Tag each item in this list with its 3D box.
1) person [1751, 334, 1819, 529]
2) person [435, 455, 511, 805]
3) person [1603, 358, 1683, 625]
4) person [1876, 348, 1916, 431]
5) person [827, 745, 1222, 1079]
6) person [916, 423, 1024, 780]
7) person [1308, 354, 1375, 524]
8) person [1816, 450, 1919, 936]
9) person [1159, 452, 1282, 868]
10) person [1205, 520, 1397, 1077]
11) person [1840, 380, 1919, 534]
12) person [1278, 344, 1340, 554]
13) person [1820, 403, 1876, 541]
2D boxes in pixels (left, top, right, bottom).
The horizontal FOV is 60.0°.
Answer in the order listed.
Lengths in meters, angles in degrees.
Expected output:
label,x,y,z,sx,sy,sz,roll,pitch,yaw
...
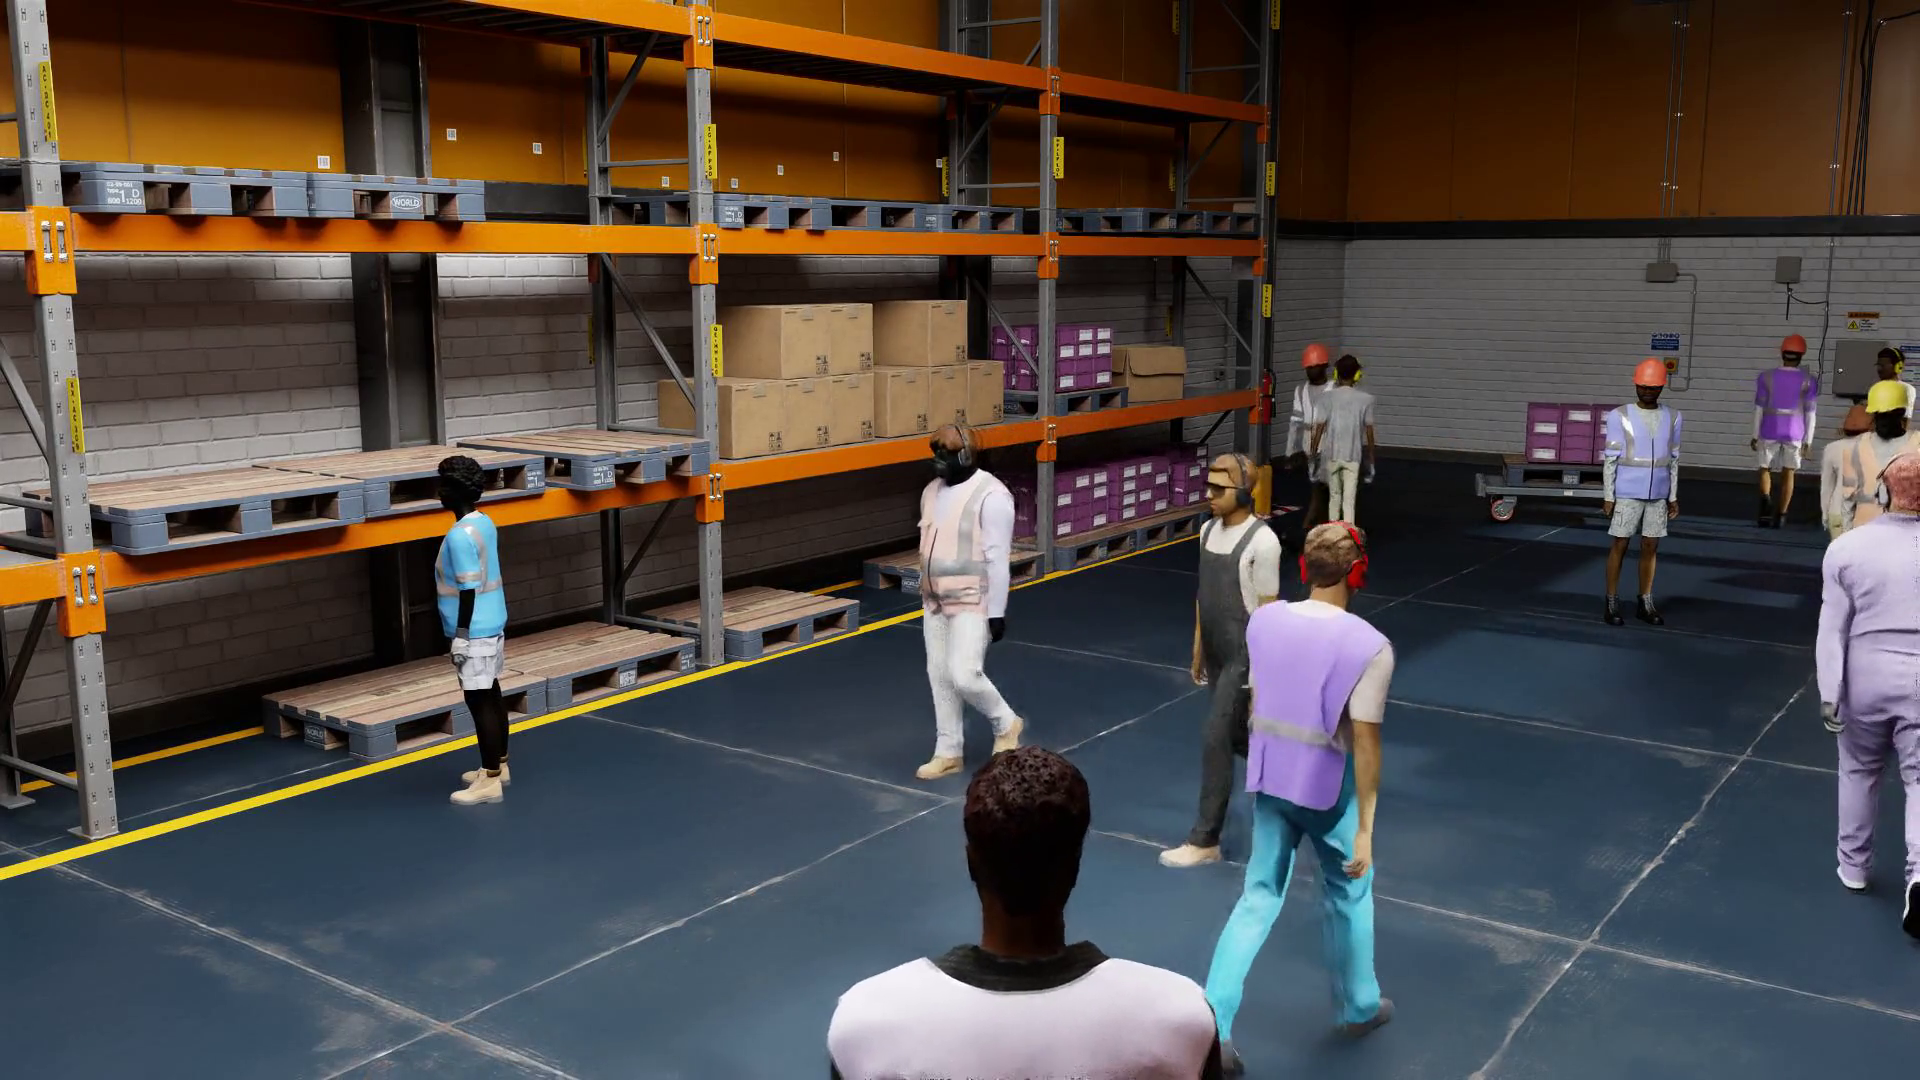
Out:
label,x,y,z,sx,sy,sz,roll,pitch,yaw
person,7.975,-1.030,16.115,0.563,1.923,0.650,5,11,26
person,-2.371,0.433,8.083,0.318,1.695,0.539,-1,10,-4
person,4.916,-0.341,11.978,0.553,1.934,0.356,0,10,-1
person,8.250,-0.784,14.850,0.315,1.860,0.508,-2,10,-10
person,0.104,1.255,2.568,0.601,1.908,0.453,0,10,-1
person,0.022,0.313,8.422,0.483,1.821,0.640,-8,12,-40
person,3.313,-0.692,14.413,0.543,1.828,0.913,3,10,19
person,3.750,0.590,6.620,0.635,1.877,0.840,5,11,26
person,1.272,0.504,7.342,0.855,1.820,0.520,-4,11,-25
person,1.110,0.837,5.400,0.563,1.801,0.967,9,13,43
person,5.864,-0.069,10.483,0.600,1.897,0.768,8,12,40
person,3.196,-0.818,14.991,1.070,1.870,0.555,-8,12,-39
person,6.403,-0.169,11.881,0.346,1.615,0.517,-7,12,-37
